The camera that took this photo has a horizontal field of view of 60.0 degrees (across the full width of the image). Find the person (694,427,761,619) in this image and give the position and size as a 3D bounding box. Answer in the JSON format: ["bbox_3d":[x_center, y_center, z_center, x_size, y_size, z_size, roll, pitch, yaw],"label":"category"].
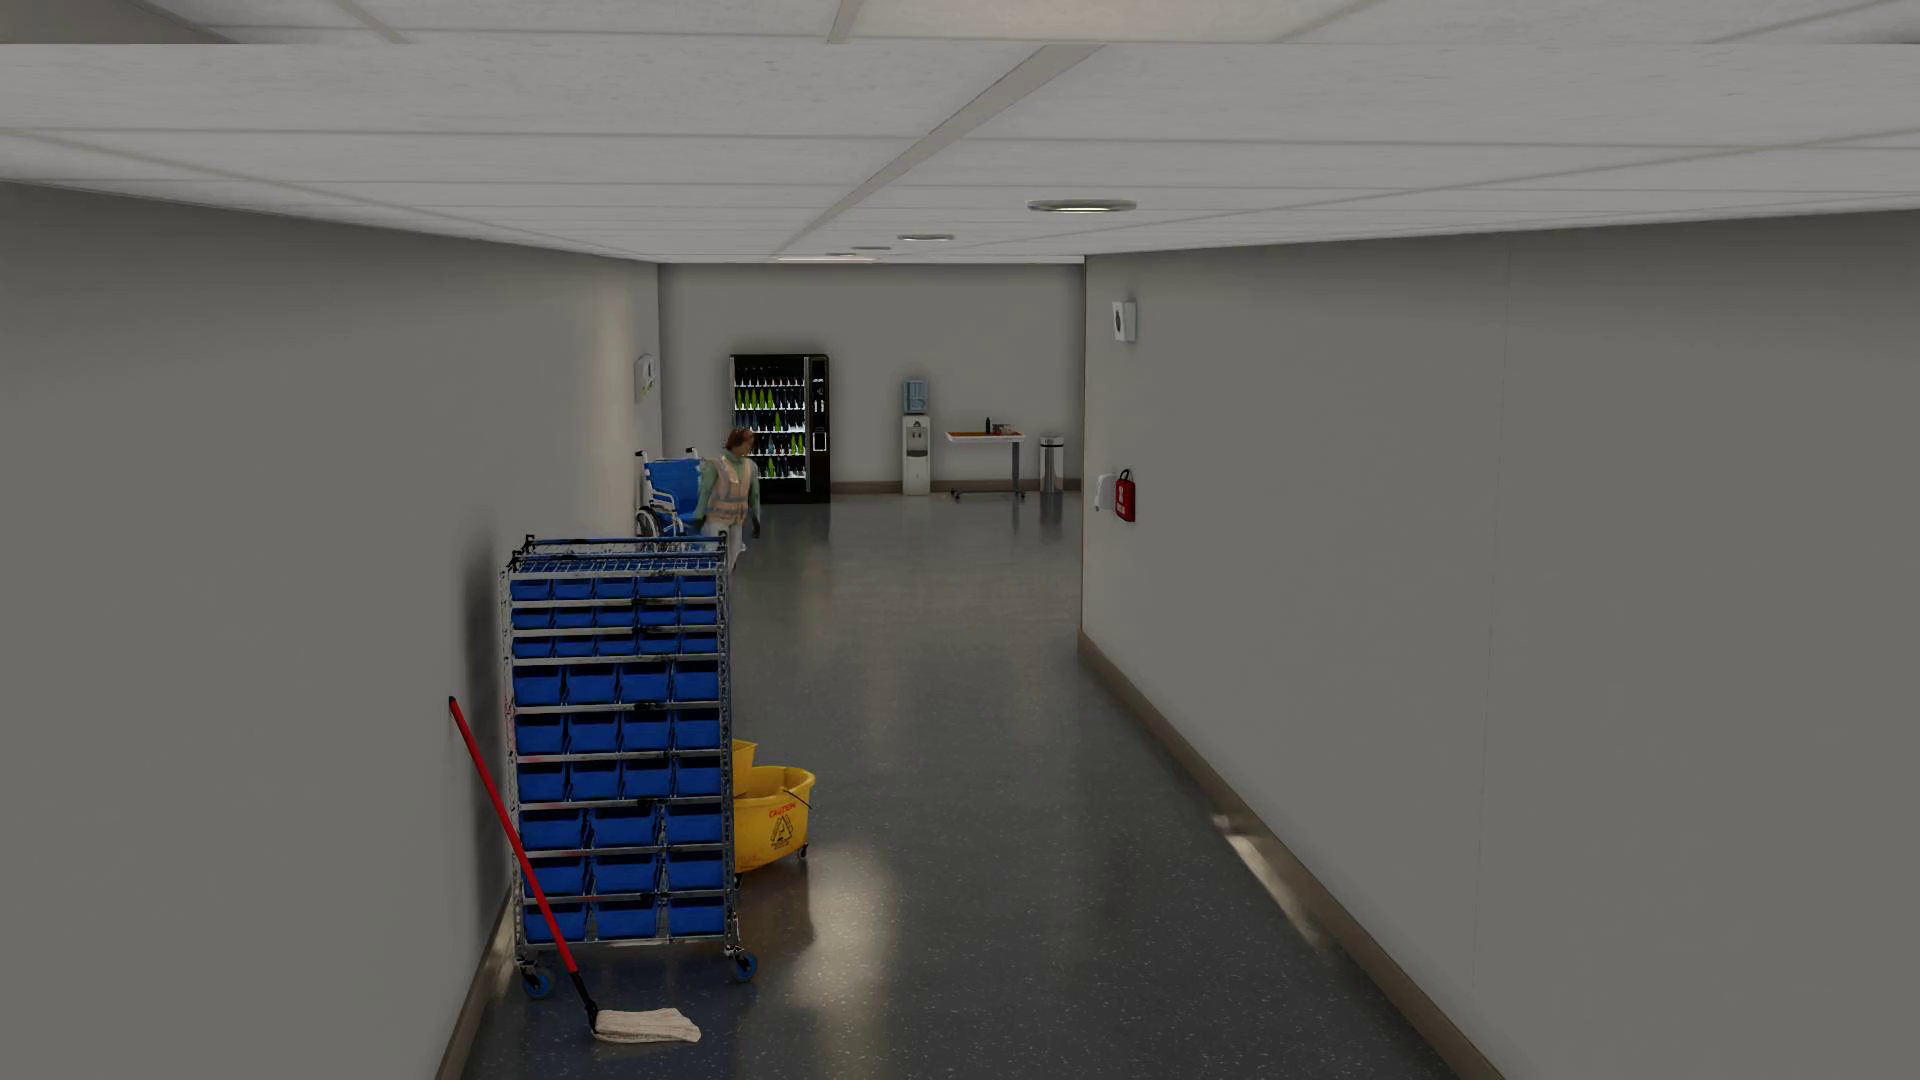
[{"bbox_3d":[-1.930,-0.142,13.964,0.495,1.595,0.575,8,12,41],"label":"person"}]
